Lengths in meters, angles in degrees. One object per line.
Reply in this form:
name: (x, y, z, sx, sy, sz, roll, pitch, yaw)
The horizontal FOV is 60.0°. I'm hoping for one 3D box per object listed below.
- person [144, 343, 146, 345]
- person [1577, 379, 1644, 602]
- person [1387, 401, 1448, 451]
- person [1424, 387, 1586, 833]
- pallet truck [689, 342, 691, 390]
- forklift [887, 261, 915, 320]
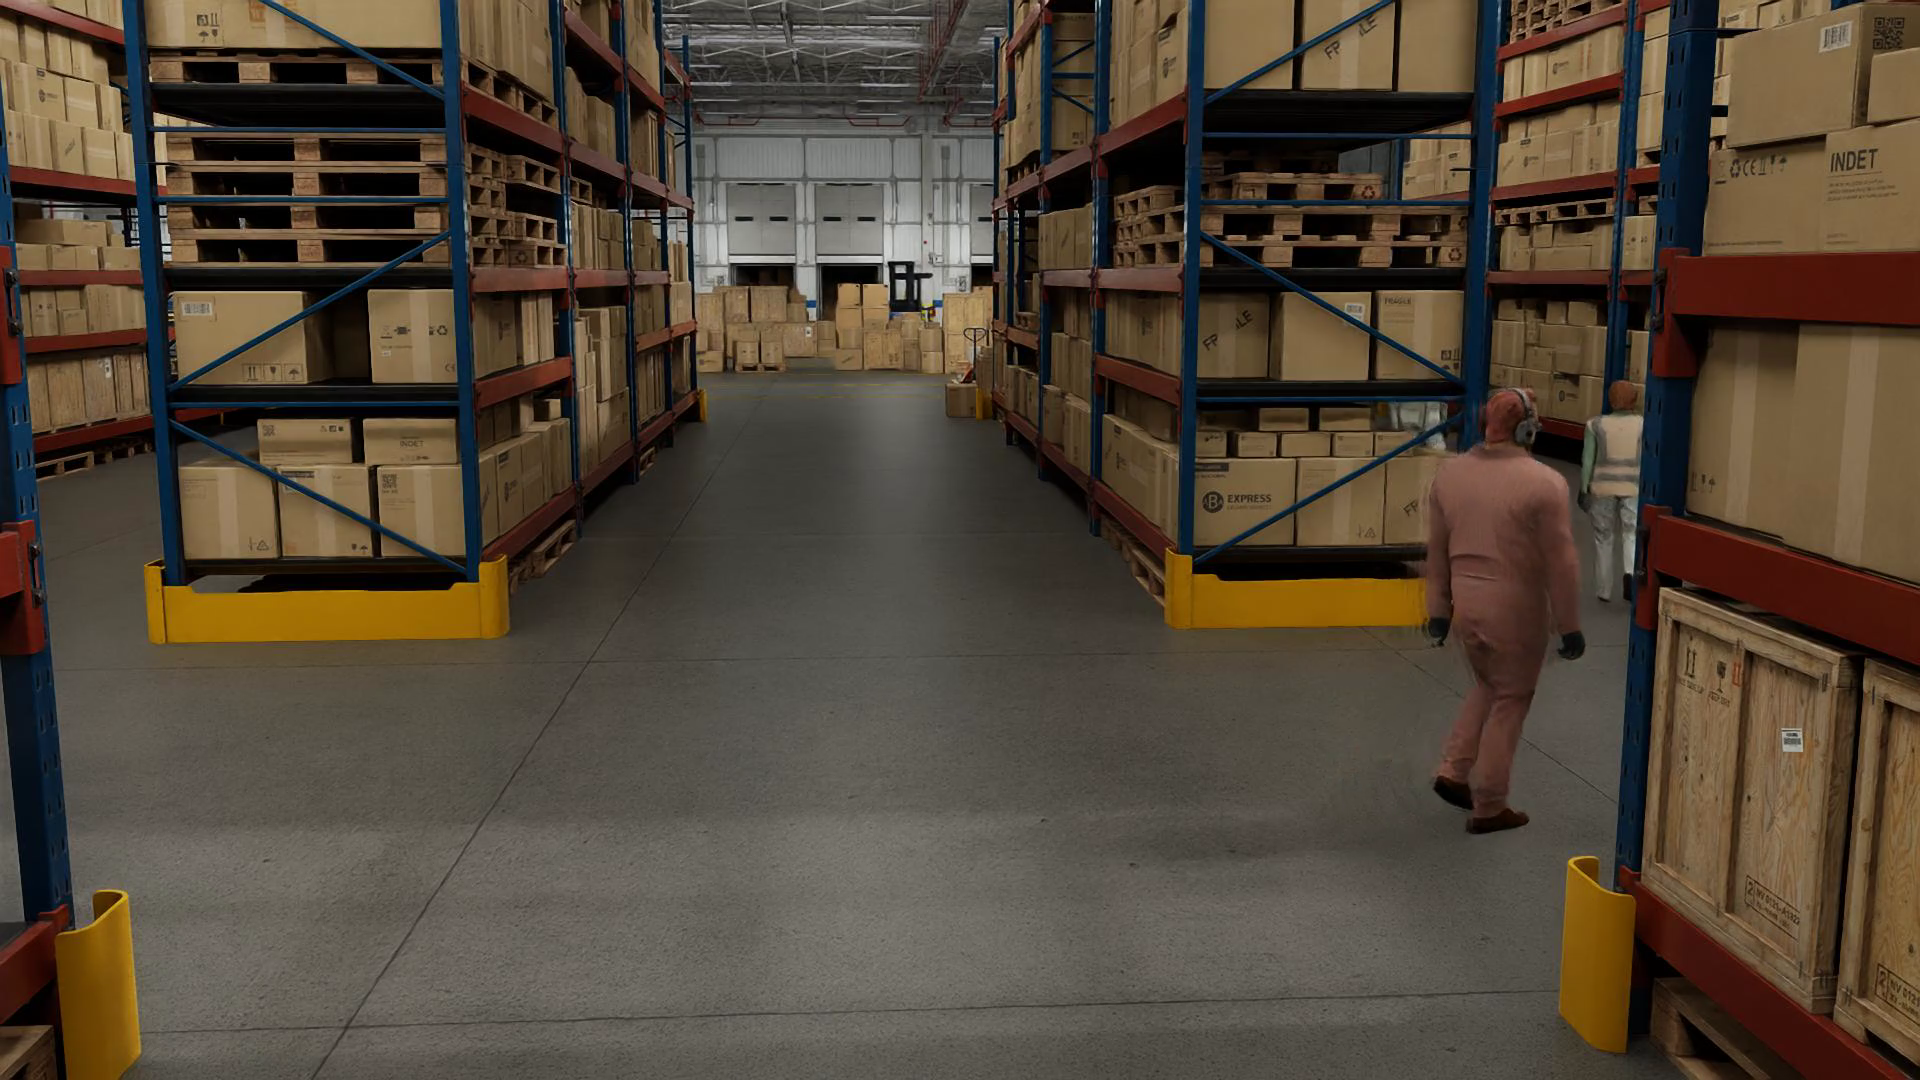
person: (-27.449, -7.539, 56.054, 0.467, 1.971, 0.798, -6, 11, -32)
person: (4.699, -0.334, 11.867, 0.543, 1.624, 0.465, 2, 9, 14)
person: (4.262, -1.075, 15.286, 0.651, 2.007, 0.897, -1, 9, -8)
person: (2.312, 0.305, 7.019, 0.442, 1.892, 0.647, -5, 10, -28)
pallet truck: (-5.225, -3.008, 27.480, 1.885, 1.965, 0.823, 2, 9, 14)
forklift: (-1.975, -7.949, 55.744, 1.129, 2.768, 1.873, 7, 11, 37)
